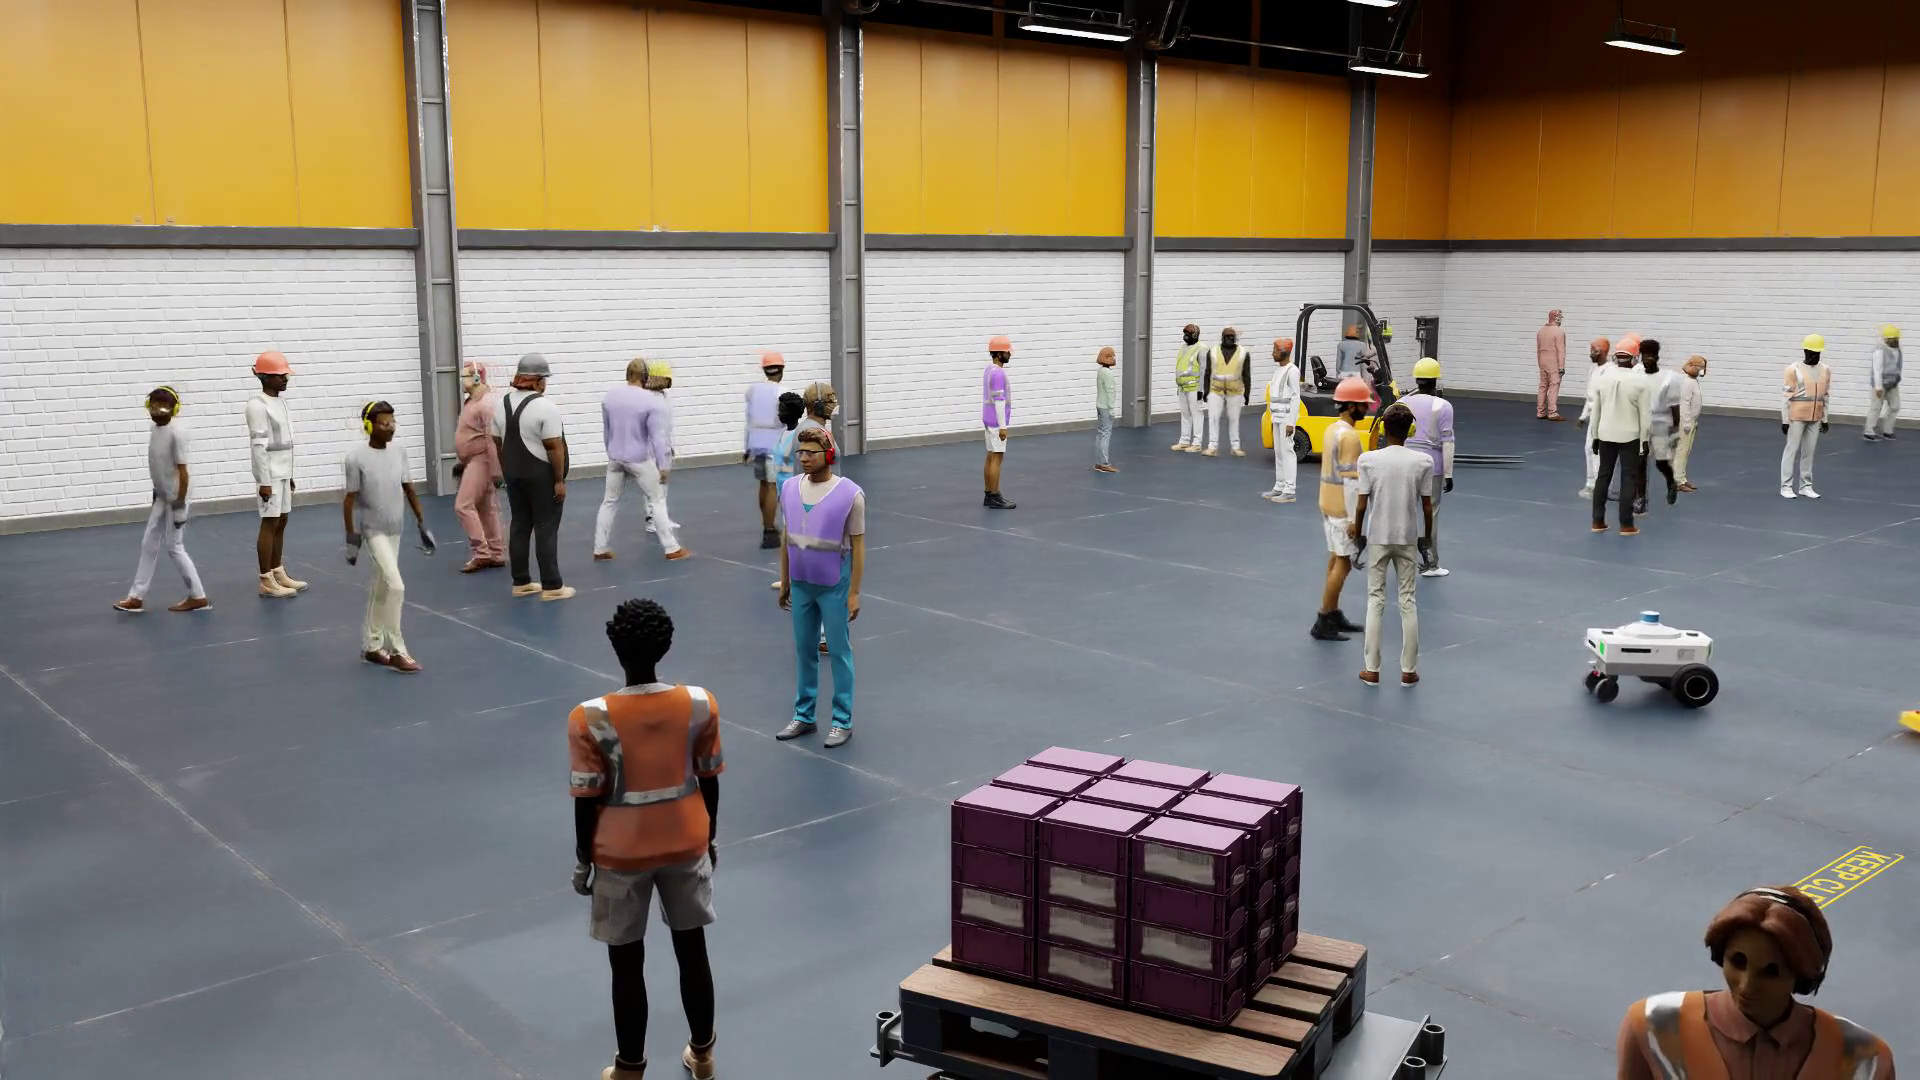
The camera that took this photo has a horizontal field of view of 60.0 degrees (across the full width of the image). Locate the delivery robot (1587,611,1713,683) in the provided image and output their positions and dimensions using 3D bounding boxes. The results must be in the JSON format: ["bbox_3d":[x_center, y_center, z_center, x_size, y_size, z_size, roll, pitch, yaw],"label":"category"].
[{"bbox_3d":[4.378,0.696,10.578,0.707,0.478,0.477,1,10,7],"label":"delivery robot"}]

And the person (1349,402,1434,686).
[{"bbox_3d":[2.831,0.032,10.905,0.535,1.868,0.309,1,10,9],"label":"person"}]

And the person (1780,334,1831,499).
[{"bbox_3d":[9.836,-1.432,19.332,0.582,1.918,0.388,-2,10,-12],"label":"person"}]

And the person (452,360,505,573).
[{"bbox_3d":[-4.362,-0.654,14.861,0.582,1.888,0.649,-4,10,-22],"label":"person"}]

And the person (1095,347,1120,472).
[{"bbox_3d":[1.921,-1.705,21.752,0.281,1.636,0.500,-2,10,-11],"label":"person"}]

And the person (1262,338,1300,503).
[{"bbox_3d":[3.708,-1.371,19.075,0.338,1.881,0.583,-1,10,-9],"label":"person"}]

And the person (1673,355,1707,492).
[{"bbox_3d":[8.755,-1.397,19.952,0.278,1.633,0.497,6,12,33],"label":"person"}]

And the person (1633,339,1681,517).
[{"bbox_3d":[7.593,-1.231,18.126,0.799,1.932,0.638,-9,14,-44],"label":"person"}]

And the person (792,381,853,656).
[{"bbox_3d":[-0.998,-0.154,11.787,0.372,1.940,0.630,-3,10,-18],"label":"person"}]

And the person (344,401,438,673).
[{"bbox_3d":[-3.830,-0.022,11.302,0.752,1.843,0.519,4,11,23],"label":"person"}]

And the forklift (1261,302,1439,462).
[{"bbox_3d":[5.320,-2.157,22.763,2.313,2.155,1.214,3,10,16],"label":"forklift"}]

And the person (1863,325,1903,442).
[{"bbox_3d":[13.989,-2.361,25.160,0.601,1.786,0.601,-5,11,-26],"label":"person"}]

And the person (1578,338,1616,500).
[{"bbox_3d":[7.470,-1.416,19.405,0.386,1.863,0.642,1,10,7],"label":"person"}]

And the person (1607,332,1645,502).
[{"bbox_3d":[7.690,-1.408,19.115,0.350,1.942,0.542,6,11,32],"label":"person"}]

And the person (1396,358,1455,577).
[{"bbox_3d":[4.069,-0.635,14.623,0.587,1.930,0.355,9,13,42],"label":"person"}]

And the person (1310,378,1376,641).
[{"bbox_3d":[2.796,-0.218,12.254,0.526,1.943,0.564,0,10,-2],"label":"person"}]

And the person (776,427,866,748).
[{"bbox_3d":[-0.795,0.264,9.604,0.562,1.847,0.390,6,11,30],"label":"person"}]

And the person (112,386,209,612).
[{"bbox_3d":[-6.277,-0.294,12.984,0.695,1.814,0.597,-10,14,-44],"label":"person"}]

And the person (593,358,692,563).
[{"bbox_3d":[-2.951,-0.727,15.305,0.743,1.905,0.534,4,10,20],"label":"person"}]

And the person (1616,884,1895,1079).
[{"bbox_3d":[1.519,1.452,3.268,0.514,1.637,0.314,3,10,16],"label":"person"}]

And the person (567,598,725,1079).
[{"bbox_3d":[-1.037,1.034,5.535,0.538,1.695,0.320,-5,11,-29],"label":"person"}]

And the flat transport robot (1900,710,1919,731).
[{"bbox_3d":[6.334,1.048,9.625,1.431,0.197,0.652,-1,10,-5],"label":"flat transport robot"}]

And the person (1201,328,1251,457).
[{"bbox_3d":[3.742,-2.064,23.336,0.673,1.818,0.512,2,10,14],"label":"person"}]

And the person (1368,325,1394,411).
[{"bbox_3d":[6.524,-2.470,25.872,0.449,1.752,0.534,-3,10,-16],"label":"person"}]

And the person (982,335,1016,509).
[{"bbox_3d":[0.434,-1.318,18.600,0.361,1.939,0.543,-2,10,-11],"label":"person"}]

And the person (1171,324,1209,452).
[{"bbox_3d":[3.315,-2.183,23.951,0.429,1.844,0.623,-5,11,-27],"label":"person"}]

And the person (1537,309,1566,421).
[{"bbox_3d":[10.168,-2.996,28.519,0.408,1.908,0.644,-3,10,-19],"label":"person"}]

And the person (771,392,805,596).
[{"bbox_3d":[-1.391,-0.388,13.862,0.316,1.696,0.541,-5,11,-28],"label":"person"}]

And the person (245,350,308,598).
[{"bbox_3d":[-5.647,-0.547,13.780,0.393,2.041,0.614,-1,10,-3],"label":"person"}]

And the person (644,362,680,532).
[{"bbox_3d":[-3.063,-0.954,17.044,0.301,1.743,0.484,3,10,16],"label":"person"}]

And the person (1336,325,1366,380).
[{"bbox_3d":[6.712,-2.868,28.566,0.508,1.632,0.265,3,10,17],"label":"person"}]

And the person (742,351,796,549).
[{"bbox_3d":[-1.838,-0.894,16.265,0.645,1.886,0.859,4,10,22],"label":"person"}]

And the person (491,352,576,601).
[{"bbox_3d":[-3.471,-0.532,13.701,0.688,2.000,0.536,6,11,32],"label":"person"}]

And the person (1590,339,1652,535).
[{"bbox_3d":[6.714,-1.045,16.889,0.406,1.985,0.615,-9,13,-41],"label":"person"}]
